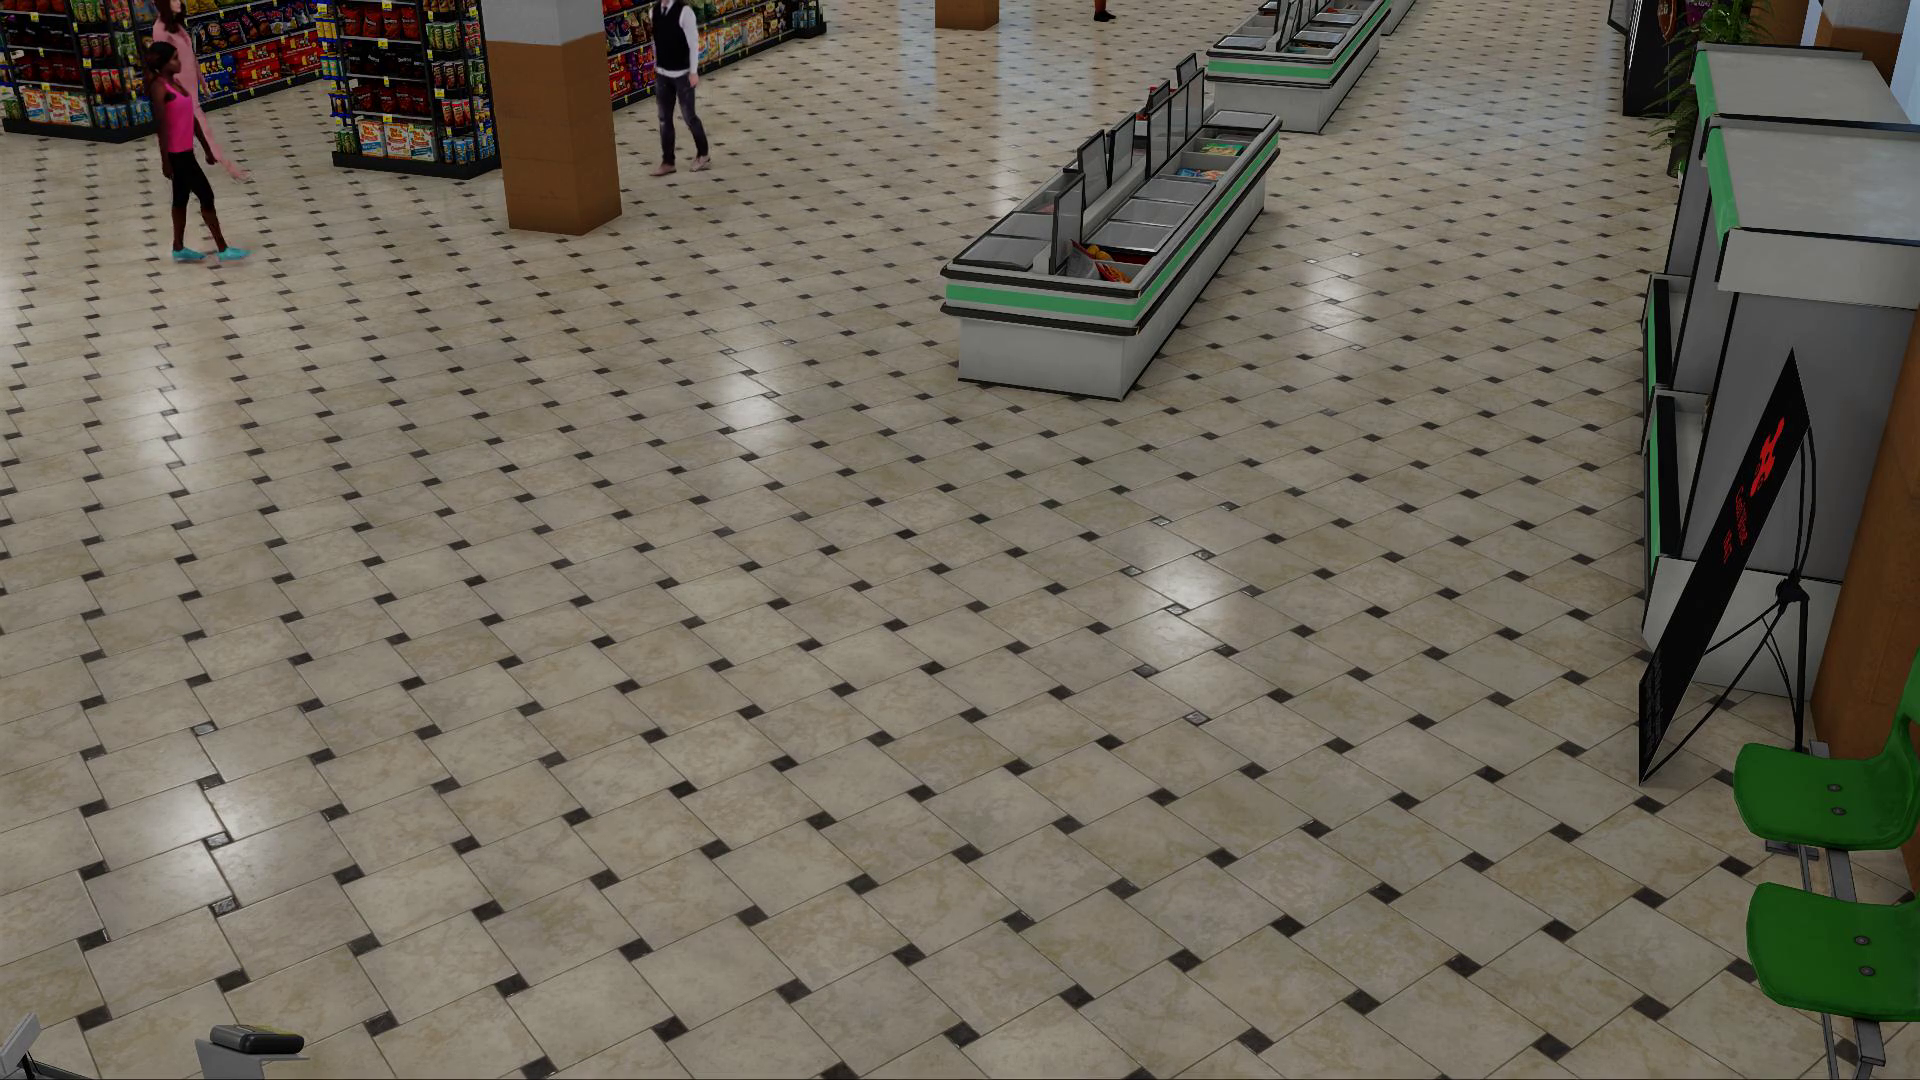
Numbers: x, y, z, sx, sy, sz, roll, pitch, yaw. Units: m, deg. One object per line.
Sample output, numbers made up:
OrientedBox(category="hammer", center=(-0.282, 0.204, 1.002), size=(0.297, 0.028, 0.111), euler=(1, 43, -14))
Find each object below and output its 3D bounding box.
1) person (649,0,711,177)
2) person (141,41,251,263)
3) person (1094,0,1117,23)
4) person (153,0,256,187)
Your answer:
OrientedBox(category="person", center=(-2.593, -4.313, 15.401), size=(0.805, 1.818, 0.961), euler=(16, 31, 28))
OrientedBox(category="person", center=(-6.135, -2.976, 12.895), size=(0.856, 1.701, 0.903), euler=(-1, 27, -2))
OrientedBox(category="person", center=(1.998, -8.027, 22.883), size=(0.662, 1.674, 0.481), euler=(13, 30, 24))
OrientedBox(category="person", center=(-7.016, -3.988, 14.823), size=(0.938, 1.761, 1.116), euler=(1, 27, 2))
